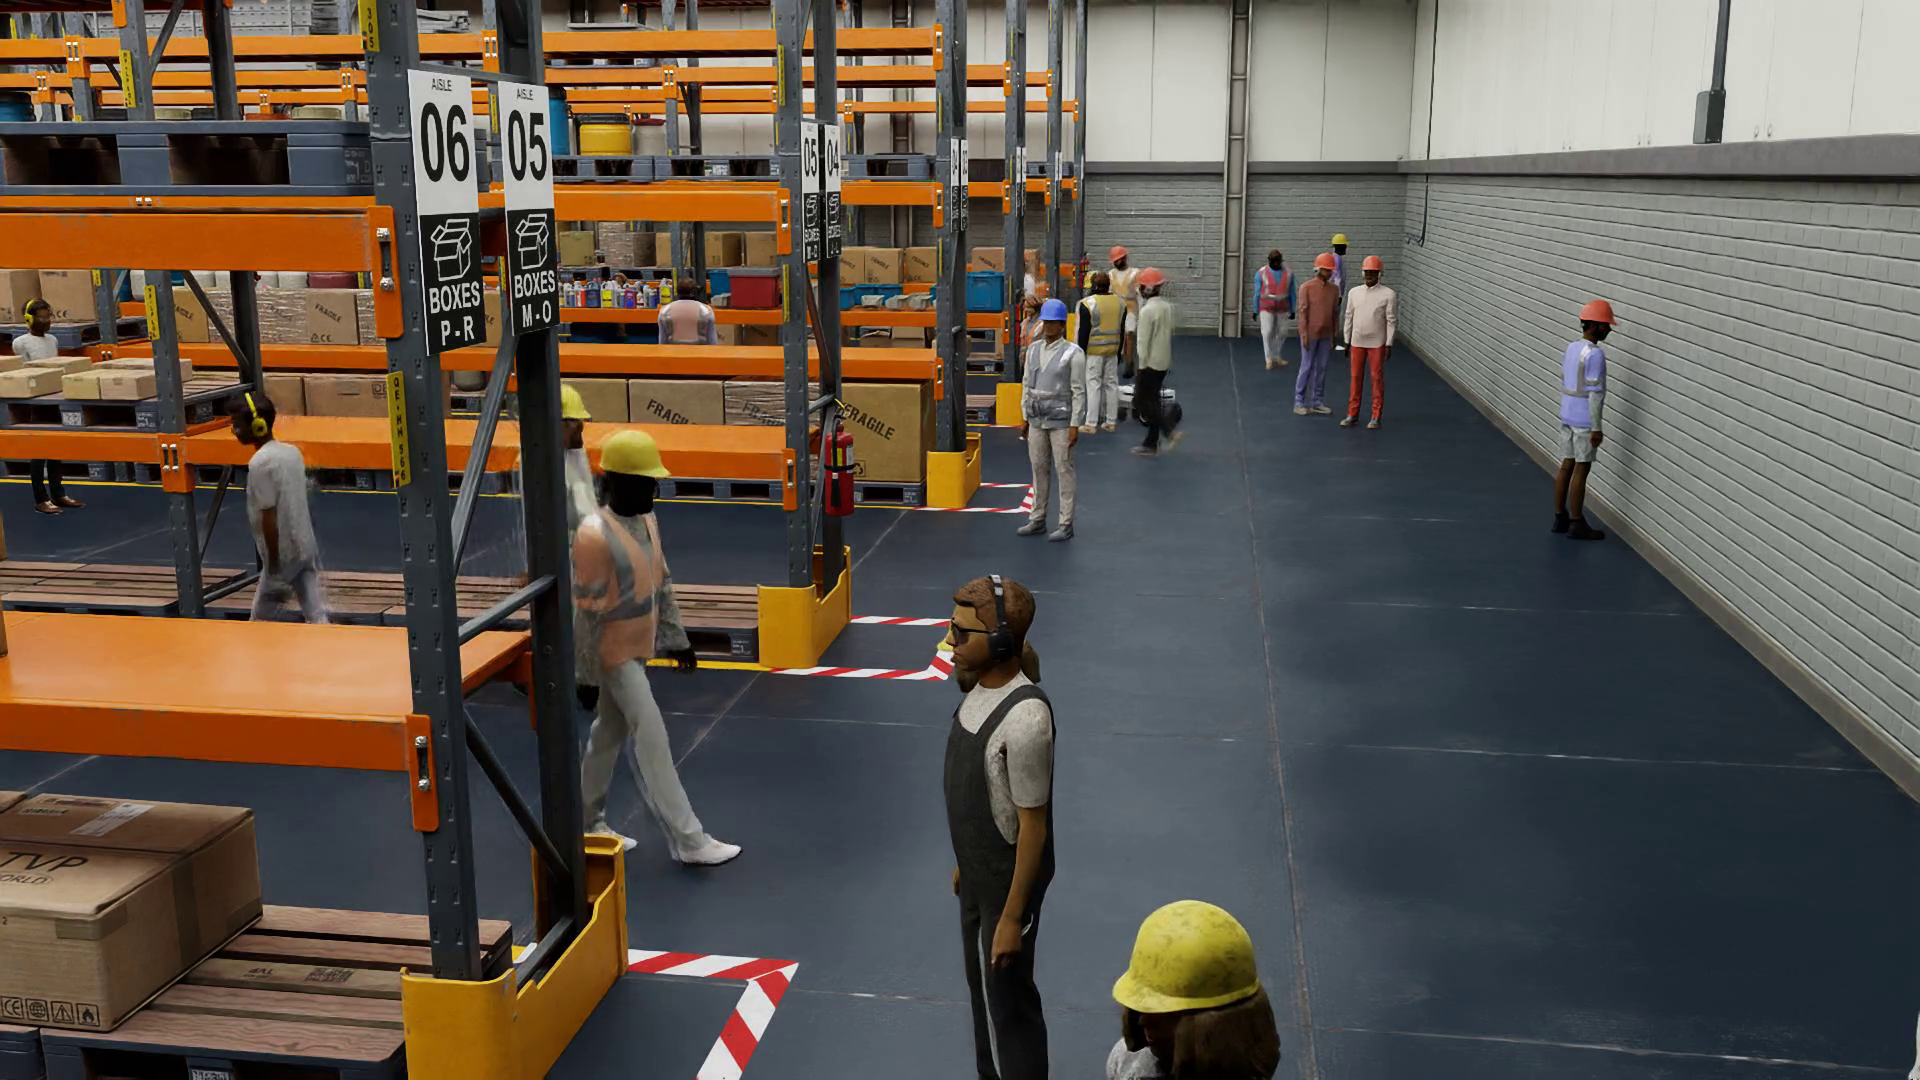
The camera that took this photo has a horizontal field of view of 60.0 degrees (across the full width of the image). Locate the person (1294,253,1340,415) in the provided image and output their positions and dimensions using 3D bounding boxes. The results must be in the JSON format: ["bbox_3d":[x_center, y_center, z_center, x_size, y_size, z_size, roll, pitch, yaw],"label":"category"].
[{"bbox_3d":[4.403,-2.518,20.385,0.626,1.978,0.423,-6,14,-25],"label":"person"}]

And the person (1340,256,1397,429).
[{"bbox_3d":[4.746,-2.300,19.351,0.622,1.997,0.372,9,15,36],"label":"person"}]

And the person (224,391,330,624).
[{"bbox_3d":[-3.677,0.108,8.863,0.887,1.822,0.567,3,13,13],"label":"person"}]

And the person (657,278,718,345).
[{"bbox_3d":[-2.907,-1.888,17.865,0.627,1.836,0.429,0,12,-1],"label":"person"}]

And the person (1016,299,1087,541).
[{"bbox_3d":[0.741,-0.970,13.456,0.604,1.951,0.380,10,16,39],"label":"person"}]

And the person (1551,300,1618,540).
[{"bbox_3d":[5.080,-0.974,13.519,0.376,1.933,0.544,-1,13,-5],"label":"person"}]

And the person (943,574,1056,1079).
[{"bbox_3d":[0.094,0.997,4.816,0.345,1.846,0.508,-4,13,-17],"label":"person"}]

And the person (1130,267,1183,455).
[{"bbox_3d":[2.051,-1.833,17.282,0.573,1.981,0.625,8,15,33],"label":"person"}]

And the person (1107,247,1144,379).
[{"bbox_3d":[2.334,-3.278,24.033,0.580,1.877,0.830,7,14,29],"label":"person"}]

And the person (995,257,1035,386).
[{"bbox_3d":[0.943,-3.081,23.206,0.919,1.874,0.551,-3,13,-12],"label":"person"}]

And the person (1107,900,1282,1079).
[{"bbox_3d":[0.403,1.458,2.966,0.312,1.744,0.487,-9,15,-36],"label":"person"}]

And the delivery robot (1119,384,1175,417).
[{"bbox_3d":[2.210,-1.697,19.701,0.477,0.478,0.707,-10,16,-37],"label":"delivery robot"}]

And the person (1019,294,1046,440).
[{"bbox_3d":[0.831,-1.888,18.329,0.324,1.630,0.524,-8,15,-34],"label":"person"}]

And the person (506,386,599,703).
[{"bbox_3d":[-2.240,0.049,9.177,0.535,1.818,0.599,2,13,11],"label":"person"}]

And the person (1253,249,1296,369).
[{"bbox_3d":[4.749,-3.504,25.243,0.659,1.811,0.631,-2,13,-7],"label":"person"}]

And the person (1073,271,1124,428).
[{"bbox_3d":[1.583,-2.217,19.414,0.610,1.798,0.586,5,14,23],"label":"person"}]

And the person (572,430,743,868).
[{"bbox_3d":[-1.313,0.470,7.087,0.931,1.883,0.606,3,13,11],"label":"person"}]

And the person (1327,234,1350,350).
[{"bbox_3d":[6.309,-4.151,27.861,0.359,1.930,0.588,1,13,4],"label":"person"}]

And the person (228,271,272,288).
[{"bbox_3d":[-8.013,-2.206,18.832,0.688,2.000,0.536,-4,13,-16],"label":"person"}]

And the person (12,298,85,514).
[{"bbox_3d":[-7.982,-1.169,14.535,0.329,1.874,0.508,2,13,8],"label":"person"}]

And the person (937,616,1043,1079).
[{"bbox_3d":[0.094,1.010,5.010,0.320,1.736,0.486,0,12,0],"label":"person"}]

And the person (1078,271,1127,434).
[{"bbox_3d":[1.588,-2.131,18.951,0.624,1.843,0.429,-7,14,-30],"label":"person"}]
